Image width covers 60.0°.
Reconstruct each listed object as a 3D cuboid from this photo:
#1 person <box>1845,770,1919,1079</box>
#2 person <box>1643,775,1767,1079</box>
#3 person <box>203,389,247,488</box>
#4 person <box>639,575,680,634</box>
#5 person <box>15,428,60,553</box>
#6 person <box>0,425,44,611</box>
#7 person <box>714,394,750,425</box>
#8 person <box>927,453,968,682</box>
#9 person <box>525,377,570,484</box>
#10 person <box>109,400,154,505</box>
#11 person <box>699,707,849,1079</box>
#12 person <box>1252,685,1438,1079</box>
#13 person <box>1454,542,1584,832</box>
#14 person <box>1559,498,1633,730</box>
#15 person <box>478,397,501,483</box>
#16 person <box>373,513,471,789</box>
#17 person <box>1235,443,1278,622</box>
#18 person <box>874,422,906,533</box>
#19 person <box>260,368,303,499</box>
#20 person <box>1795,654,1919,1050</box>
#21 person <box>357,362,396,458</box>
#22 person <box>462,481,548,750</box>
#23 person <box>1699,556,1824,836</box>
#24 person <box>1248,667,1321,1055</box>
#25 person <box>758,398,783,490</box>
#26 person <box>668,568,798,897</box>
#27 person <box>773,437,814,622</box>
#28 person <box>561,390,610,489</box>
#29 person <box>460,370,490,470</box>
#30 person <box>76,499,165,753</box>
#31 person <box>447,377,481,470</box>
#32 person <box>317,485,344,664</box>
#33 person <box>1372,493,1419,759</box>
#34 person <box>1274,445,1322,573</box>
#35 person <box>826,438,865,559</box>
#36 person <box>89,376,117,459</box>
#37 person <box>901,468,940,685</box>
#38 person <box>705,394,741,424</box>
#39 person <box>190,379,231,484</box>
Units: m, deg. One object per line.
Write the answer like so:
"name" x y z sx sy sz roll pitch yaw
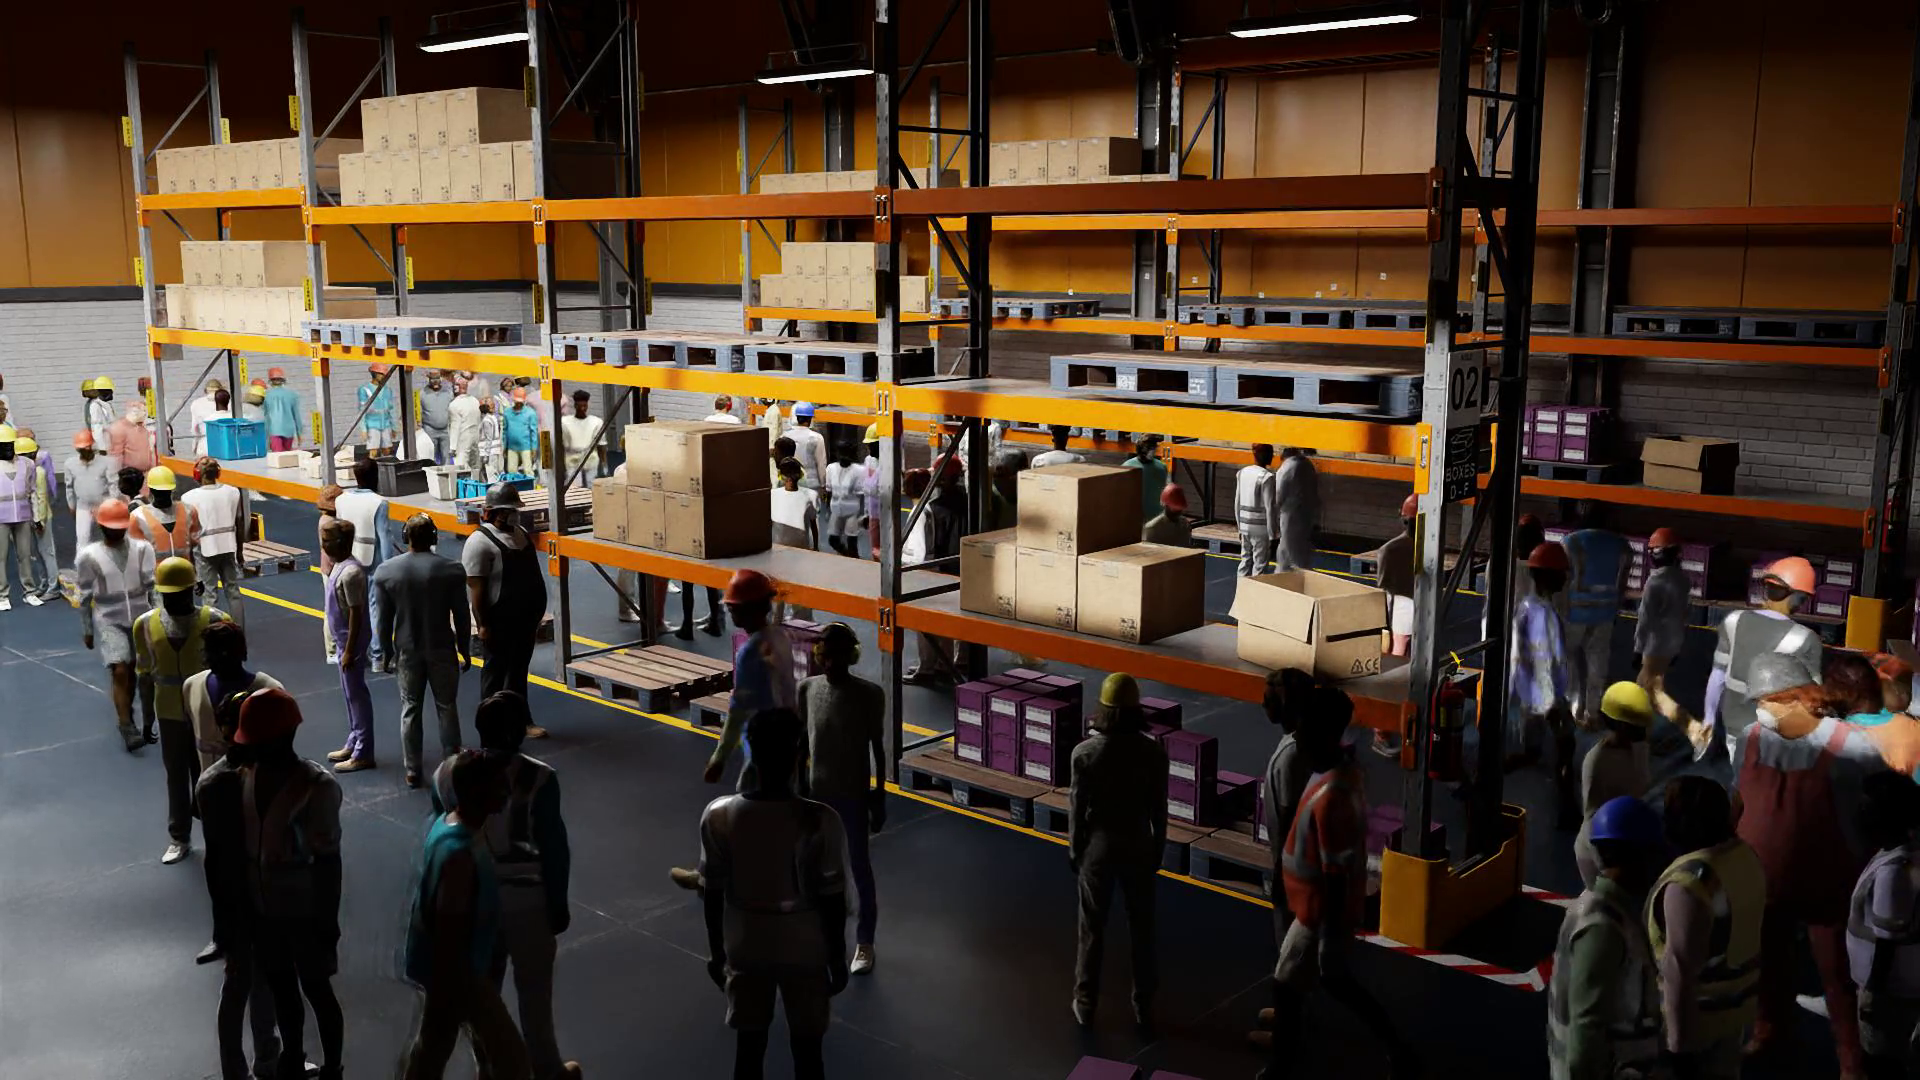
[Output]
"person" 3.749 1.764 6.728 0.321 1.688 0.539 6 12 33
"person" 2.691 1.757 6.390 0.638 1.812 0.782 -8 13 -38
"person" -9.600 -1.022 21.813 0.388 1.919 0.593 7 12 36
"person" -2.975 -0.026 16.232 0.399 1.902 0.609 -5 11 -27
"person" -11.062 -0.522 19.814 0.576 1.631 0.327 -3 10 -15
"person" -9.897 -0.238 17.347 0.359 1.930 0.590 8 13 39
"person" -3.382 -1.607 25.077 0.484 1.931 0.629 9 14 42
"person" -0.096 0.231 14.505 0.368 1.996 0.622 7 12 36
"person" -6.146 -1.558 24.858 0.655 1.913 0.699 -3 10 -14
"person" -10.266 -0.796 20.669 0.425 1.885 0.694 1 10 7
"person" -0.733 1.630 6.682 0.603 1.966 0.372 2 10 13
"person" 1.638 1.565 7.169 0.894 1.937 0.603 3 10 15
"person" 3.709 0.956 10.710 0.879 1.892 0.551 6 12 30
"person" 4.901 0.580 12.990 0.643 1.830 0.474 -1 10 -3
"person" -6.707 -1.220 23.720 0.309 1.641 0.515 -2 10 -10
"person" -3.730 0.773 11.608 0.632 1.938 0.359 -2 10 -9
"person" 2.966 -0.080 16.586 0.337 1.882 0.584 -5 11 -26
"person" -0.877 -0.909 21.171 0.392 1.925 0.548 8 13 38
"person" -10.312 -1.624 25.132 0.619 1.934 1.022 -8 13 -40
"person" 4.303 1.481 7.832 0.634 1.874 0.730 -3 10 -15
"person" -8.951 -1.746 25.612 0.407 2.031 0.621 6 12 31
"person" -3.374 0.558 12.536 0.538 2.000 0.686 3 11 19
"person" 4.699 1.079 9.671 0.708 2.008 0.643 -5 11 -25
"person" 1.565 1.494 7.827 0.346 1.838 0.504 4 11 22
"person" -2.786 -1.398 24.461 0.353 1.737 0.572 -2 10 -12
"person" -1.157 1.143 9.396 1.048 1.984 0.613 1 10 5
"person" -1.652 -0.074 16.493 0.396 1.909 0.588 2 10 9
"person" -4.791 -0.939 21.256 0.621 1.940 0.738 -4 11 -22
"person" -8.055 -2.045 27.252 0.688 2.000 1.064 -1 10 -7
"person" -6.277 0.634 12.539 0.545 1.879 0.970 -9 13 -42
"person" -7.148 -1.385 23.904 0.408 1.908 0.644 3 10 16
"person" -5.656 0.308 15.099 0.274 1.633 0.508 -1 10 -6
"person" 3.337 0.628 12.308 0.621 1.986 0.409 -6 11 -29
"person" 3.353 -0.174 17.153 0.919 1.863 0.678 7 12 35
"person" -1.248 -0.307 18.443 0.540 1.674 0.421 5 11 25
"person" -12.188 -1.374 23.775 0.370 1.928 0.585 -2 10 -11
"person" -0.335 0.312 14.368 0.337 1.882 0.584 2 10 11
"person" -3.132 -1.011 21.996 0.560 1.836 0.394 5 11 24
"person" -10.548 -1.326 23.542 0.654 1.912 0.488 -2 10 -10
